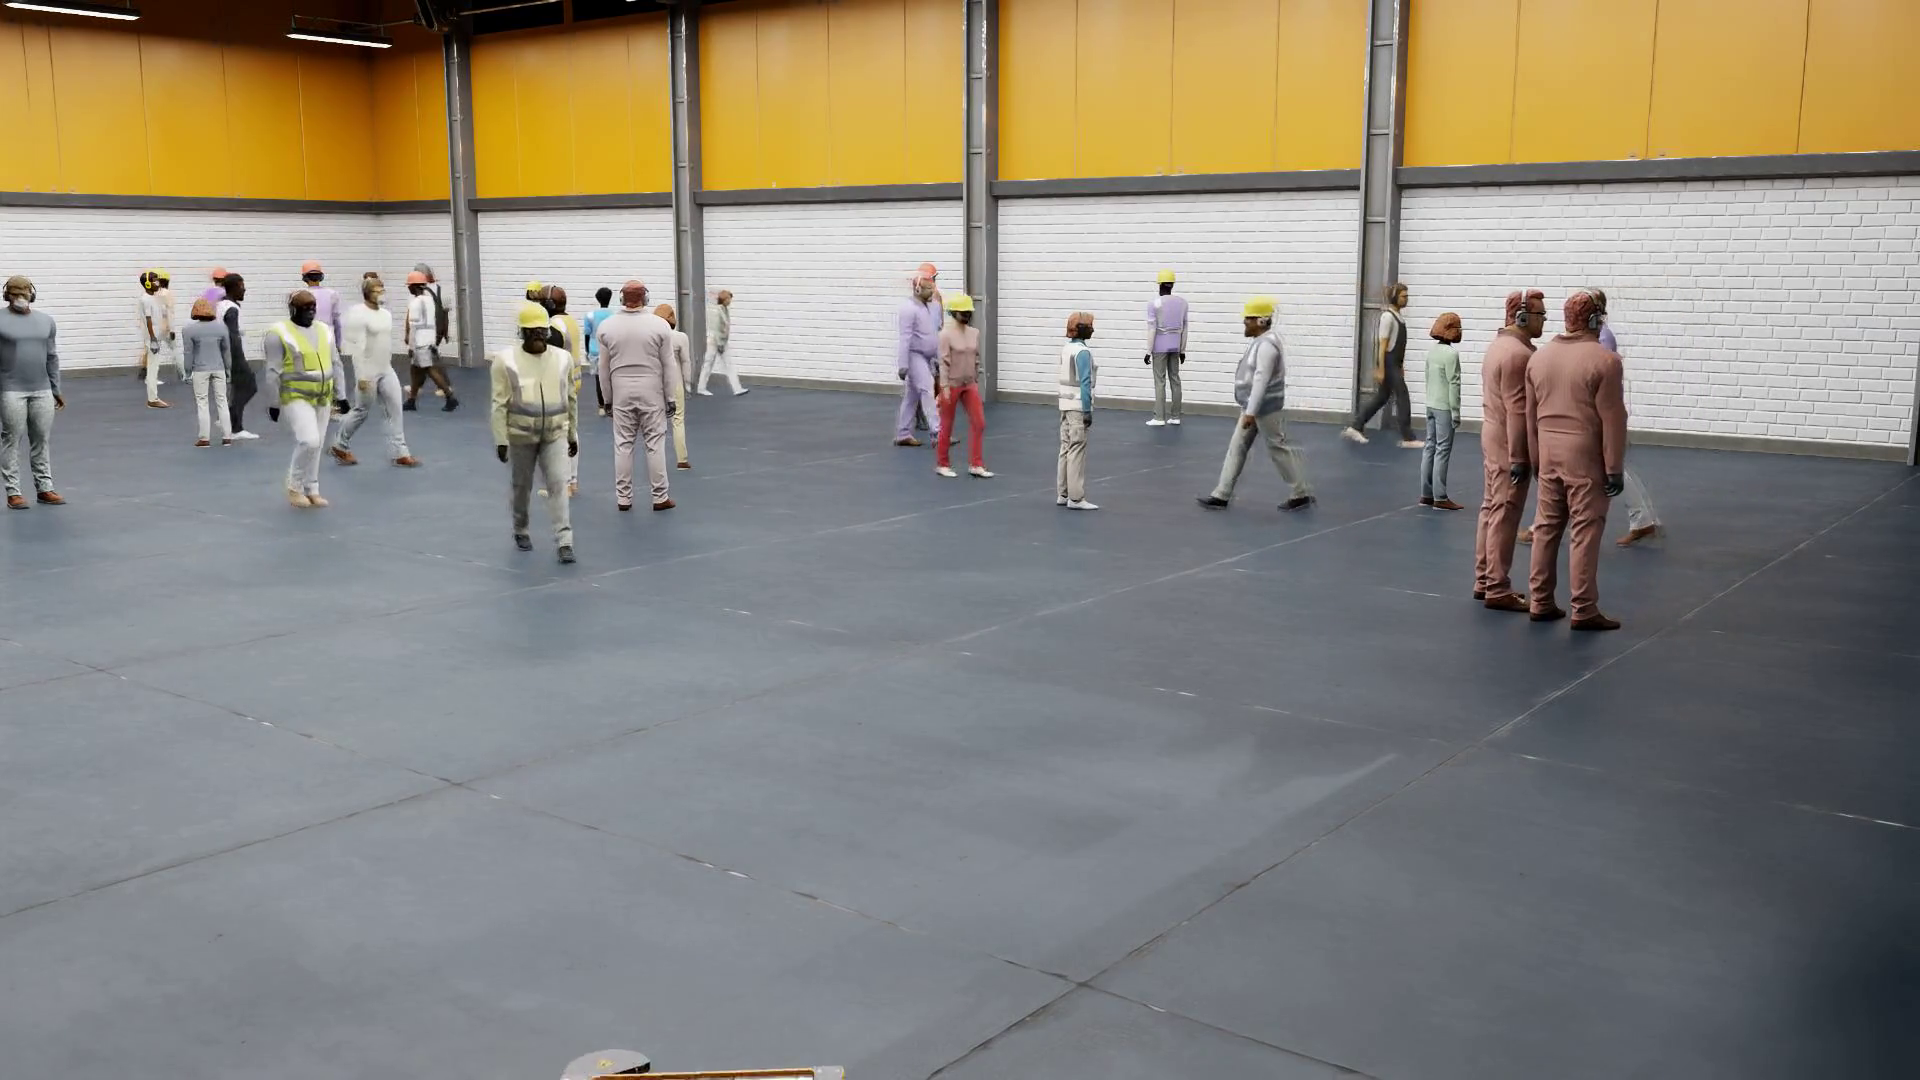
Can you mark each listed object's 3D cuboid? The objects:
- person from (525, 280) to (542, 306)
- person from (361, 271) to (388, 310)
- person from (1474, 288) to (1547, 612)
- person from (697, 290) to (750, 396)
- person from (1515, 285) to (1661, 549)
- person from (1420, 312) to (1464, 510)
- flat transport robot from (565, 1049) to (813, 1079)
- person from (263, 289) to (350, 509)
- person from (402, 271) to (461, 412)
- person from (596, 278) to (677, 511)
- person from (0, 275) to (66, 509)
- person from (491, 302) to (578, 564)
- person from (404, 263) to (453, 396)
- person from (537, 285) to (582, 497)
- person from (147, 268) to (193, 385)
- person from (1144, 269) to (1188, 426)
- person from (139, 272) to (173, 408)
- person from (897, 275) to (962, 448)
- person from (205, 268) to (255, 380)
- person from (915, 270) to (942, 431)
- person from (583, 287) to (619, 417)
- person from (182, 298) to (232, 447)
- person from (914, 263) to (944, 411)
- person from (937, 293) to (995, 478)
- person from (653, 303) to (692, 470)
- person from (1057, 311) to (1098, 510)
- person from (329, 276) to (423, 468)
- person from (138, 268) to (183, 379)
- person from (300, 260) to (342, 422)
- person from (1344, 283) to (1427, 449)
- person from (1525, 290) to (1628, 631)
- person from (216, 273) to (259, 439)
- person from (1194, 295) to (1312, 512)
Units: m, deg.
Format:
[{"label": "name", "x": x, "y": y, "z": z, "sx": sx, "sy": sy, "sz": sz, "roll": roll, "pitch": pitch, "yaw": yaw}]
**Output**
[{"label": "person", "x": -5.999, "y": -2.797, "z": 23.549, "sx": 0.487, "sy": 1.746, "sz": 0.289, "roll": 6, "pitch": 11, "yaw": 29}, {"label": "person", "x": -9.840, "y": -3.587, "z": 27.938, "sx": 0.450, "sy": 1.830, "sz": 0.628, "roll": -6, "pitch": 12, "yaw": -33}, {"label": "person", "x": 3.314, "y": -0.538, "z": 9.925, "sx": 0.401, "sy": 1.907, "sz": 0.646, "roll": 1, "pitch": 10, "yaw": 8}, {"label": "person", "x": -3.546, "y": -2.904, "z": 24.649, "sx": 0.913, "sy": 1.569, "sz": 0.521, "roll": 4, "pitch": 10, "yaw": 21}, {"label": "person", "x": 4.555, "y": -0.868, "z": 11.897, "sx": 1.013, "sy": 1.900, "sz": 0.644, "roll": 4, "pitch": 11, "yaw": 23}, {"label": "person", "x": 4.015, "y": -1.067, "z": 13.802, "sx": 0.280, "sy": 1.633, "sz": 0.500, "roll": -2, "pitch": 10, "yaw": -10}, {"label": "flat transport robot", "x": -0.552, "y": 1.418, "z": 3.297, "sx": 0.652, "sy": 0.197, "sz": 1.431, "roll": -1, "pitch": 10, "yaw": -4}, {"label": "person", "x": -5.410, "y": -1.160, "z": 13.813, "sx": 0.465, "sy": 1.822, "sz": 0.623, "roll": 5, "pitch": 11, "yaw": 28}, {"label": "person", "x": -7.159, "y": -2.661, "z": 22.318, "sx": 0.962, "sy": 1.903, "sz": 0.555, "roll": 1, "pitch": 10, "yaw": 5}, {"label": "person", "x": -2.640, "y": -1.188, "z": 13.697, "sx": 0.641, "sy": 1.913, "sz": 0.407, "roll": 0, "pitch": 10, "yaw": 2}, {"label": "person", "x": -7.807, "y": -1.233, "z": 13.894, "sx": 0.370, "sy": 1.934, "sz": 0.627, "roll": 6, "pitch": 12, "yaw": 33}, {"label": "person", "x": -2.956, "y": -0.759, "z": 11.581, "sx": 0.614, "sy": 1.787, "sz": 0.942, "roll": -5, "pitch": 11, "yaw": -26}, {"label": "person", "x": -7.994, "y": -3.174, "z": 24.883, "sx": 1.044, "sy": 2.000, "sz": 0.697, "roll": 4, "pitch": 11, "yaw": 23}, {"label": "person", "x": -3.529, "y": -1.294, "z": 14.521, "sx": 0.429, "sy": 1.844, "sz": 0.624, "roll": 0, "pitch": 10, "yaw": 1}, {"label": "person", "x": -12.927, "y": -3.470, "z": 27.075, "sx": 0.613, "sy": 1.871, "sz": 0.974, "roll": 4, "pitch": 10, "yaw": 20}, {"label": "person", "x": 2.524, "y": -2.360, "z": 20.475, "sx": 0.595, "sy": 1.925, "sz": 0.373, "roll": -5, "pitch": 11, "yaw": -28}, {"label": "person", "x": -11.109, "y": -2.752, "z": 22.925, "sx": 0.329, "sy": 1.872, "sz": 0.510, "roll": -5, "pitch": 11, "yaw": -26}, {"label": "person", "x": -0.317, "y": -1.929, "z": 18.111, "sx": 0.904, "sy": 1.868, "sz": 0.679, "roll": 3, "pitch": 10, "yaw": 18}, {"label": "person", "x": -12.454, "y": -3.635, "z": 28.035, "sx": 0.566, "sy": 1.886, "sz": 1.011, "roll": 8, "pitch": 12, "yaw": 38}, {"label": "person", "x": -0.414, "y": -2.258, "z": 19.899, "sx": 0.576, "sy": 1.920, "sz": 0.406, "roll": -7, "pitch": 12, "yaw": -34}, {"label": "person", "x": -4.600, "y": -2.428, "z": 21.553, "sx": 0.554, "sy": 1.691, "sz": 0.370, "roll": -2, "pitch": 10, "yaw": -9}, {"label": "person", "x": -8.253, "y": -1.832, "z": 18.255, "sx": 0.507, "sy": 1.633, "sz": 0.278, "roll": -9, "pitch": 13, "yaw": -42}, {"label": "person", "x": -0.419, "y": -2.738, "z": 22.478, "sx": 0.396, "sy": 1.993, "sz": 0.617, "roll": 0, "pitch": 10, "yaw": -1}, {"label": "person", "x": 0.040, "y": -1.432, "z": 15.610, "sx": 0.547, "sy": 1.737, "sz": 0.724, "roll": -8, "pitch": 13, "yaw": -39}, {"label": "person", "x": -2.873, "y": -1.492, "z": 16.272, "sx": 0.498, "sy": 1.633, "sz": 0.280, "roll": 0, "pitch": 10, "yaw": 1}, {"label": "person", "x": 0.973, "y": -1.072, "z": 13.811, "sx": 0.311, "sy": 1.638, "sz": 0.521, "roll": -3, "pitch": 10, "yaw": -15}, {"label": "person", "x": -5.860, "y": -1.658, "z": 16.482, "sx": 0.969, "sy": 1.904, "sz": 0.645, "roll": 3, "pitch": 10, "yaw": 17}, {"label": "person", "x": -13.484, "y": -3.646, "z": 28.089, "sx": 0.560, "sy": 1.892, "sz": 0.983, "roll": 8, "pitch": 13, "yaw": 40}, {"label": "person", "x": -8.035, "y": -2.468, "z": 20.770, "sx": 0.381, "sy": 2.040, "sz": 0.616, "roll": 9, "pitch": 13, "yaw": 42}, {"label": "person", "x": 4.678, "y": -1.915, "z": 18.240, "sx": 0.937, "sy": 1.812, "sz": 0.520, "roll": 5, "pitch": 11, "yaw": 26}, {"label": "person", "x": 3.492, "y": -0.448, "z": 9.392, "sx": 0.410, "sy": 1.912, "sz": 0.643, "roll": -6, "pitch": 11, "yaw": -29}, {"label": "person", "x": -8.251, "y": -2.090, "z": 18.983, "sx": 0.463, "sy": 1.895, "sz": 0.620, "roll": -5, "pitch": 11, "yaw": -28}, {"label": "person", "x": 2.453, "y": -1.103, "z": 13.583, "sx": 0.942, "sy": 1.791, "sz": 0.593, "roll": 0, "pitch": 10, "yaw": -1}]
